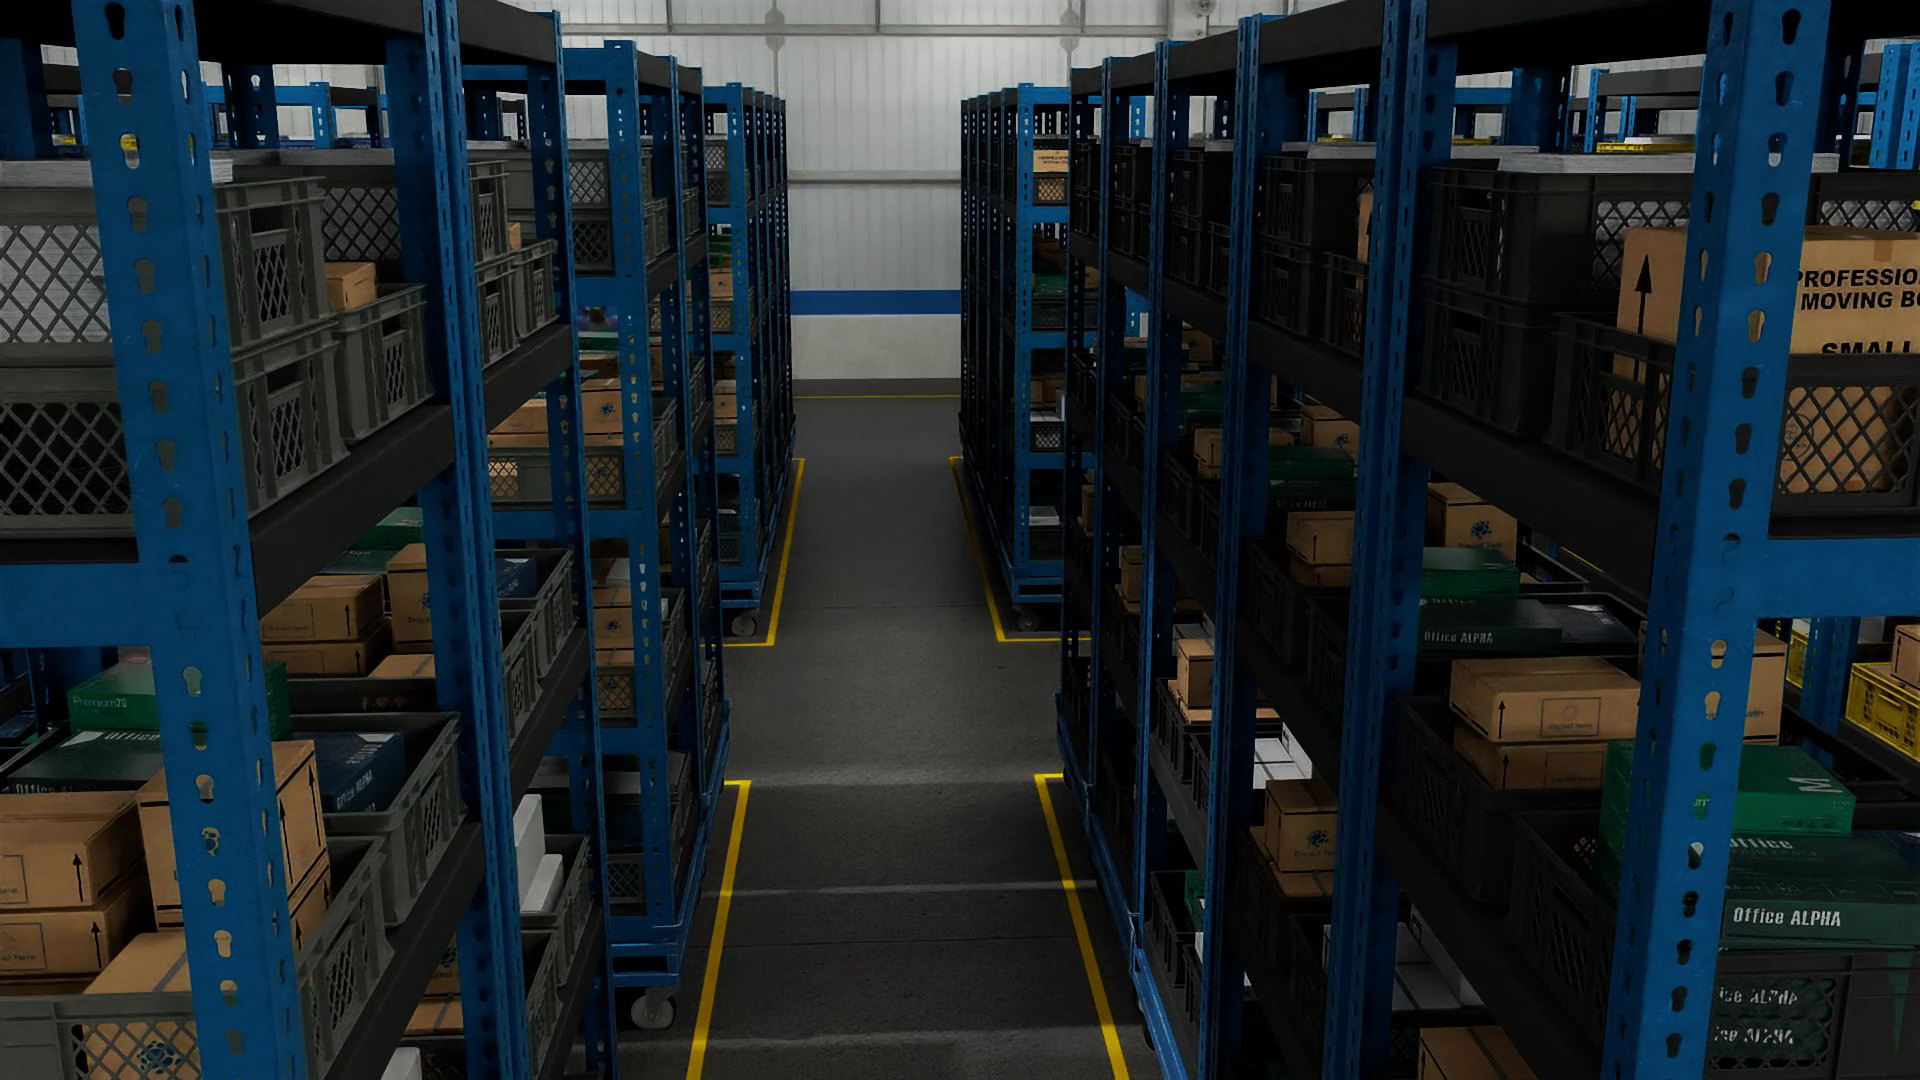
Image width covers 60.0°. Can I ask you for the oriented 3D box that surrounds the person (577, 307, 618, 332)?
[{"bbox_3d":[-3.497,-1.554,16.285,0.610,1.822,0.500,-6,15,-22],"label":"person"}]
